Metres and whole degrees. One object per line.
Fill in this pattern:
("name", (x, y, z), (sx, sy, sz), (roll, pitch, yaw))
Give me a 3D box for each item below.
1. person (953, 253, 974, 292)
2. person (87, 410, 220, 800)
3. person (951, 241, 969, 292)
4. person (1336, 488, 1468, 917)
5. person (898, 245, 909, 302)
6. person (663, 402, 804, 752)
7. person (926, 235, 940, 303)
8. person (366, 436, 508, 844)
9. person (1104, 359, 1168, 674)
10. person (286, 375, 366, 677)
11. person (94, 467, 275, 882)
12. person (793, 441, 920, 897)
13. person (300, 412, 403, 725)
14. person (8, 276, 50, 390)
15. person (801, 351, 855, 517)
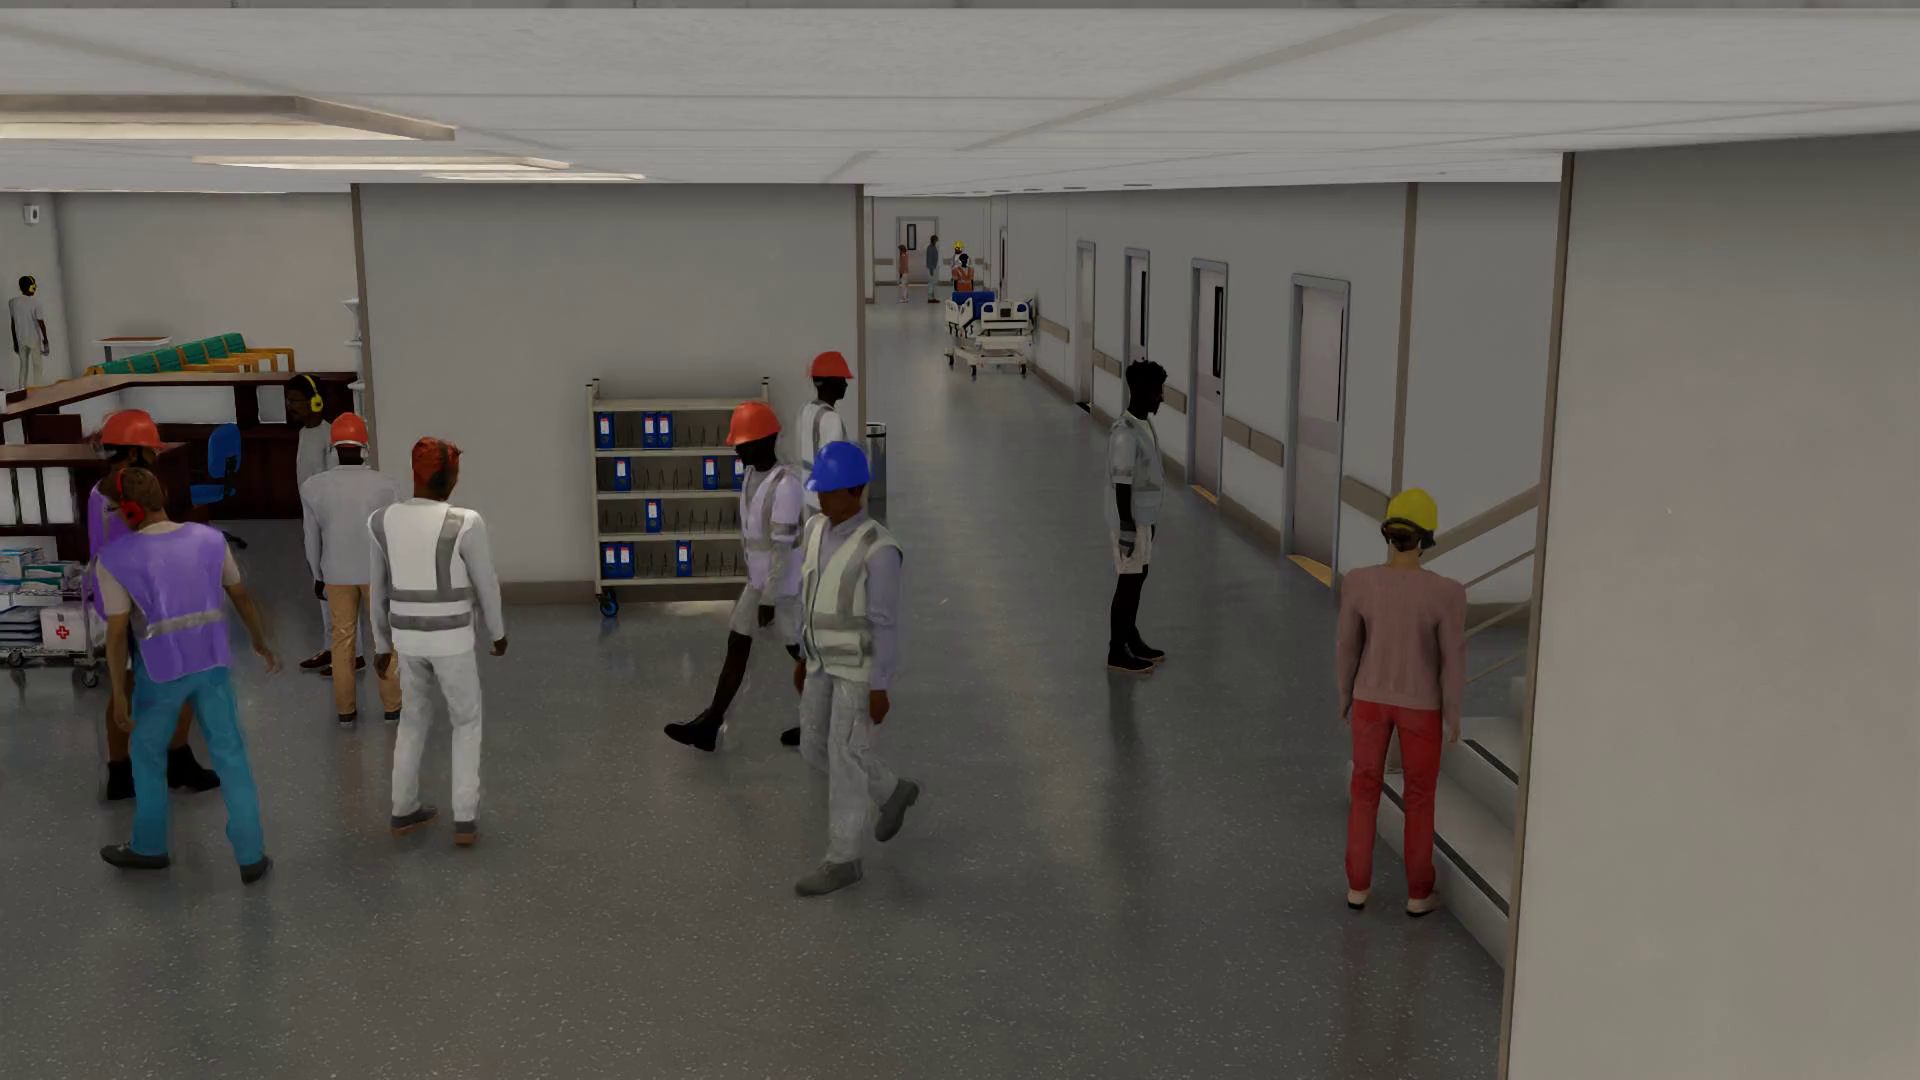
("person", (0.093, -5.709, 38.102), (0.541, 1.695, 0.316), (-6, 13, -27))
("person", (-3.949, 0.315, 8.136), (0.663, 1.905, 0.538), (-11, 16, -43))
("person", (-0.035, -6.982, 43.987), (0.403, 1.835, 0.588), (-10, 15, -41))
("person", (1.803, 0.663, 6.807), (0.532, 1.766, 0.332), (7, 14, 31))
("person", (-1.617, -7.617, 47.567), (0.309, 1.640, 0.514), (2, 12, 11))
("person", (-1.070, 0.221, 8.669), (0.998, 1.878, 0.564), (-7, 14, -32))
("person", (-0.772, -7.680, 47.182), (0.384, 1.928, 0.636), (2, 12, 8))
("person", (-2.383, 0.456, 7.567), (0.594, 1.872, 0.401), (3, 12, 14))
("person", (1.087, -0.145, 10.293), (0.386, 1.952, 0.614), (4, 12, 17))
("person", (-3.928, -0.091, 10.255), (0.324, 1.862, 0.512), (-11, 16, -43))
("person", (-3.309, 0.563, 7.195), (0.774, 1.800, 0.786), (9, 15, 38))
("person", (-0.445, 0.520, 7.080), (0.654, 1.931, 0.625), (-9, 14, -37))
("person", (-3.336, 0.164, 9.255), (0.563, 1.755, 0.321), (-1, 12, -6))
("person", (-13.091, -2.780, 23.414), (0.520, 1.857, 0.332), (1, 12, 4))
("person", (-0.867, -0.293, 11.075), (0.394, 1.923, 0.545), (-5, 13, -23))
